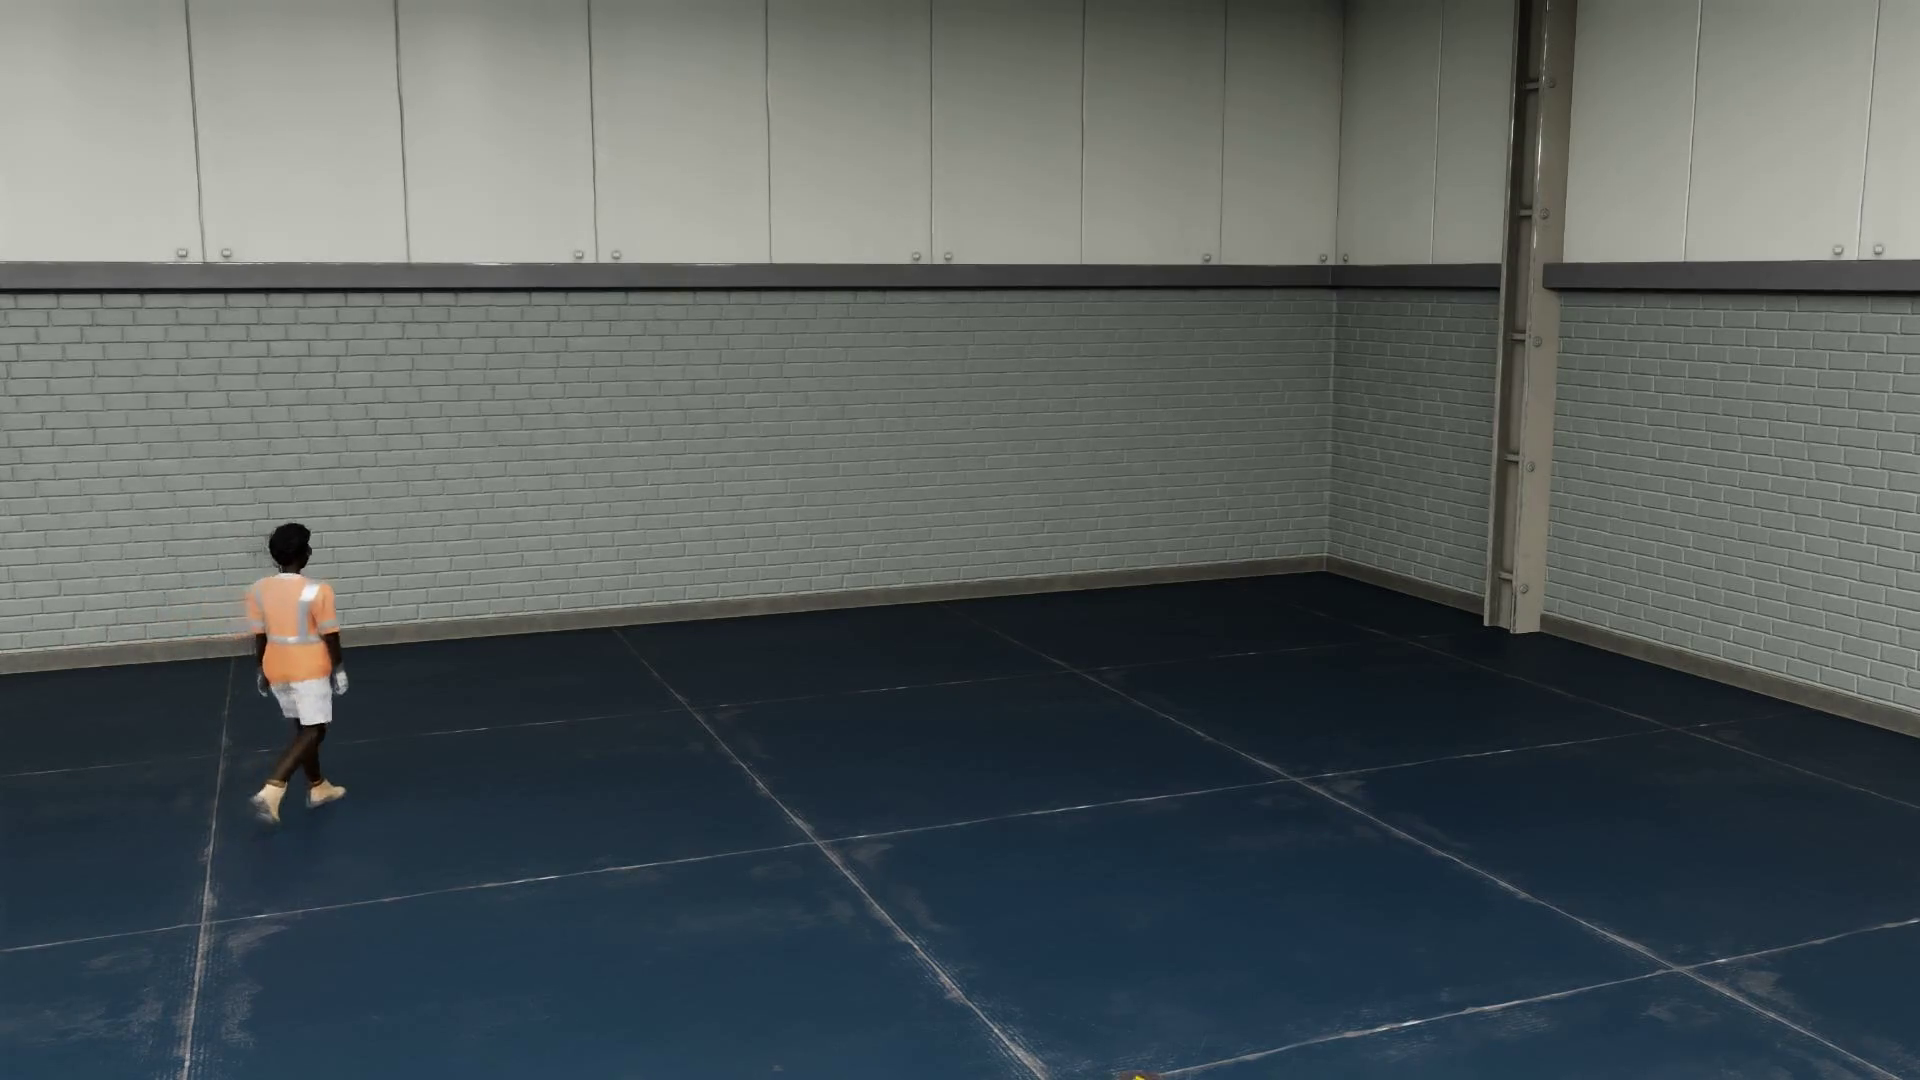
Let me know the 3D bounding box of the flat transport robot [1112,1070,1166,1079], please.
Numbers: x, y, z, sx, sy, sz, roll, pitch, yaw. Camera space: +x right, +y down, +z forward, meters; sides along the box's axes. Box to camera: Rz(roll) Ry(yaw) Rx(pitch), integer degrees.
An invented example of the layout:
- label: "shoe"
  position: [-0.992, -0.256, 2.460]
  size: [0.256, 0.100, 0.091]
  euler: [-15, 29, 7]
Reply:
- label: "flat transport robot"
  position: [0.673, 2.084, 5.171]
  size: [0.652, 0.197, 1.431]
  euler: [3, 9, 16]

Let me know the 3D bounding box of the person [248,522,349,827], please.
- label: "person"
  position: [-3.711, 0.737, 9.235]
  size: [0.535, 1.674, 0.764]
  euler: [3, 10, 21]
